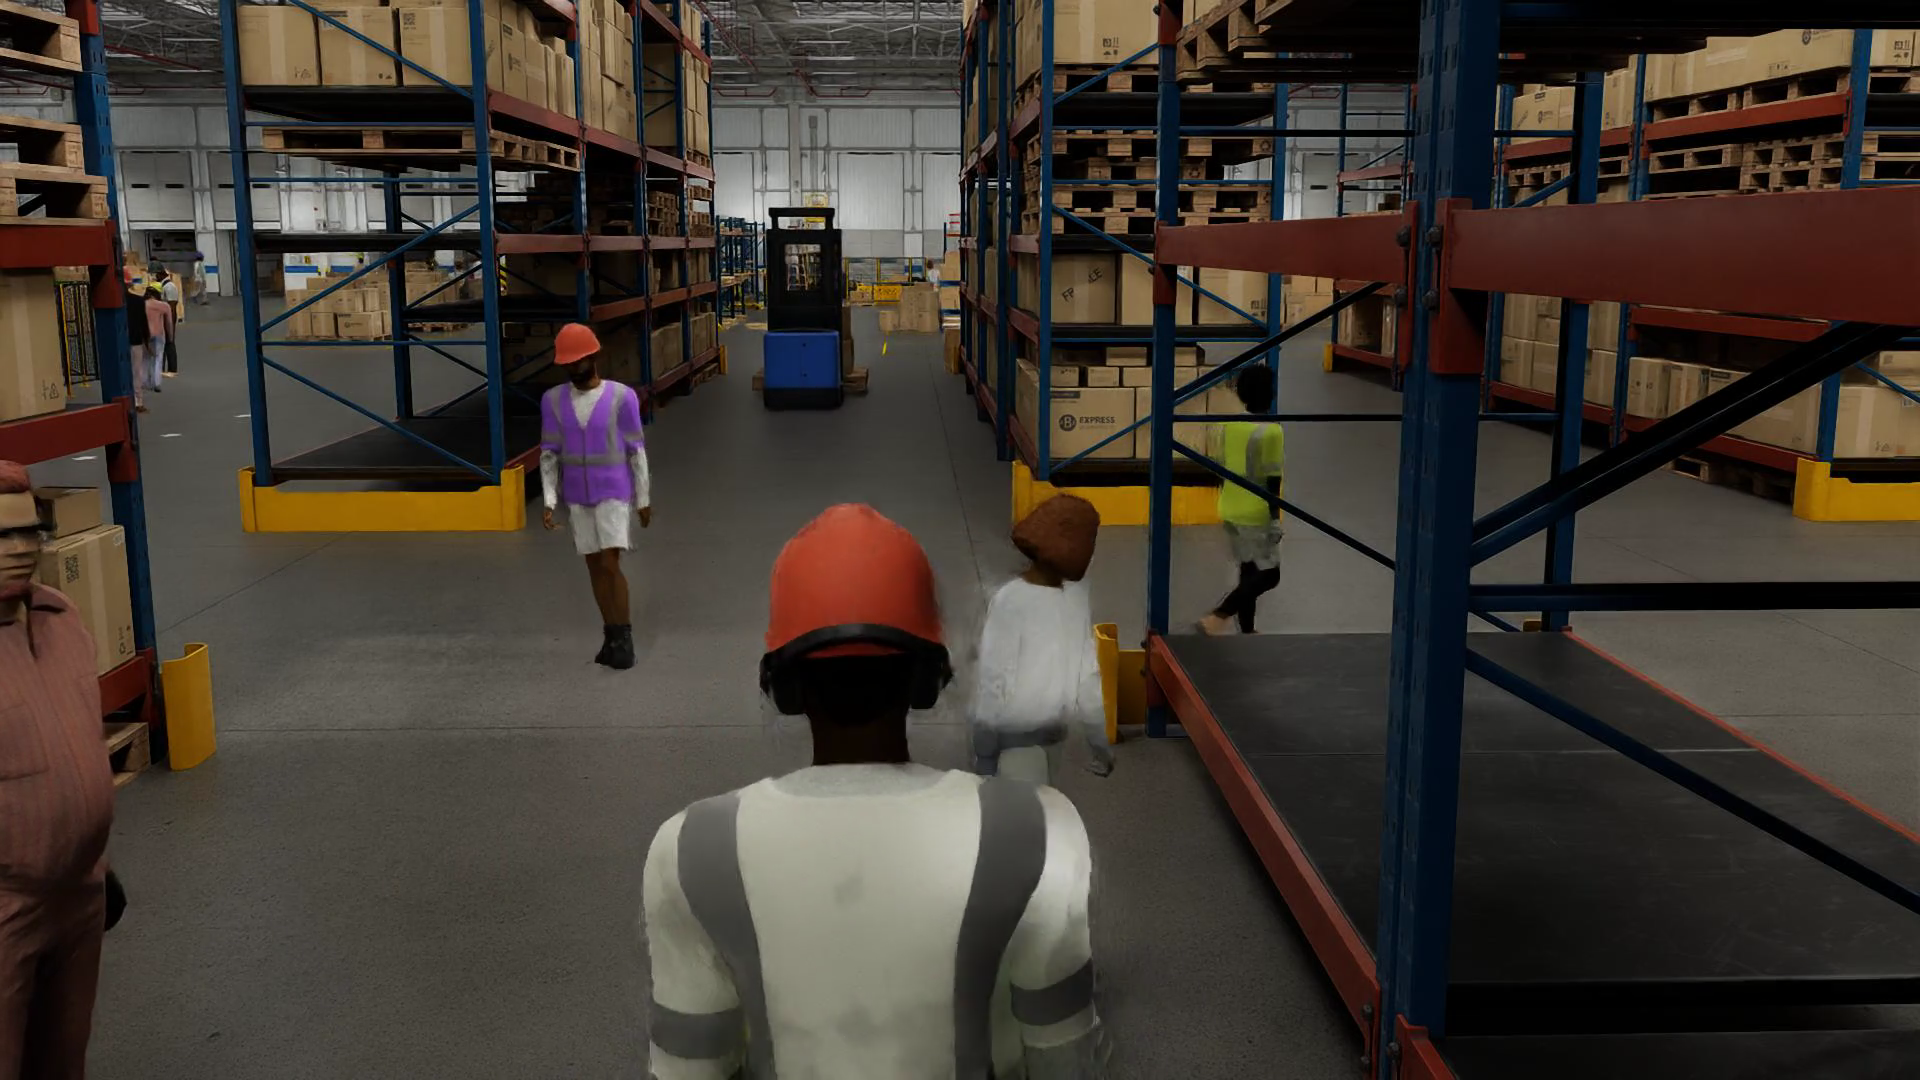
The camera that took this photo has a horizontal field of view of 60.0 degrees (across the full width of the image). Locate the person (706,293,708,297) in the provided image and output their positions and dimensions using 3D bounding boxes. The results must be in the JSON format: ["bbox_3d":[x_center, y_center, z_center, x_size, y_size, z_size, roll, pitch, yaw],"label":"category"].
[{"bbox_3d":[-9.768,-9.762,62.238,0.995,1.885,0.557,0,10,2],"label":"person"}]

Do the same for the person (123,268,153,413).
[{"bbox_3d":[-11.338,-2.698,22.631,0.384,1.994,0.617,9,13,41],"label":"person"}]

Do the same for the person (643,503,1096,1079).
[{"bbox_3d":[-0.120,0.953,2.282,0.610,2.005,1.013,1,10,4],"label":"person"}]

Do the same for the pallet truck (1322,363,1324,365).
[{"bbox_3d":[7.712,-4.157,30.737,1.885,1.965,0.823,3,11,16],"label":"pallet truck"}]

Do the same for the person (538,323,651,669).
[{"bbox_3d":[-2.017,-0.230,9.110,0.556,1.904,0.634,2,10,10],"label":"person"}]

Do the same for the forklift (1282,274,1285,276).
[{"bbox_3d":[12.240,-10.302,62.509,1.129,2.768,1.873,0,10,-2],"label":"forklift"}]

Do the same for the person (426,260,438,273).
[{"bbox_3d":[-14.647,-6.953,46.758,0.763,1.843,0.534,-6,12,-30],"label":"person"}]

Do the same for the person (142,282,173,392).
[{"bbox_3d":[-12.658,-3.188,26.132,0.539,1.711,0.893,-4,11,-21],"label":"person"}]

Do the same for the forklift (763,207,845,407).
[{"bbox_3d":[-2.241,-3.353,23.798,1.129,2.768,1.873,0,10,-2],"label":"forklift"}]

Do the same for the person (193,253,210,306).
[{"bbox_3d":[-27.850,-9.555,60.995,0.632,1.928,0.472,9,13,41],"label":"person"}]

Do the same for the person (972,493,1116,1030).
[{"bbox_3d":[0.205,0.633,5.182,0.658,1.594,0.519,7,12,34],"label":"person"}]

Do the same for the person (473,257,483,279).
[{"bbox_3d":[-16.737,-9.016,57.976,0.355,1.936,0.635,-10,14,-43],"label":"person"}]

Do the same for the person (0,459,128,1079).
[{"bbox_3d":[-2.006,0.770,3.554,0.400,1.905,0.645,1,10,7],"label":"person"}]

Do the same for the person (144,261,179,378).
[{"bbox_3d":[-13.849,-3.824,28.764,0.679,2.000,0.537,6,12,30],"label":"person"}]

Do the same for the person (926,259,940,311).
[{"bbox_3d":[-0.771,-7.334,48.874,0.952,1.851,0.589,-1,10,-7],"label":"person"}]

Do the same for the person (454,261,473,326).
[{"bbox_3d":[-13.813,-6.859,46.302,0.478,1.813,0.555,4,11,21],"label":"person"}]

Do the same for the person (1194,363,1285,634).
[{"bbox_3d":[1.565,-0.138,9.202,0.524,1.684,0.544,-4,11,-21],"label":"person"}]

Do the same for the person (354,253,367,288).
[{"bbox_3d":[-22.718,-9.902,62.994,0.611,1.910,0.592,4,11,20],"label":"person"}]

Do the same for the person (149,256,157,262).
[{"bbox_3d":[-28.442,-9.110,58.768,0.634,1.841,0.429,3,11,18],"label":"person"}]

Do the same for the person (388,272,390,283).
[{"bbox_3d":[-18.733,-8.403,55.259,0.534,1.692,0.321,-9,14,-41],"label":"person"}]
